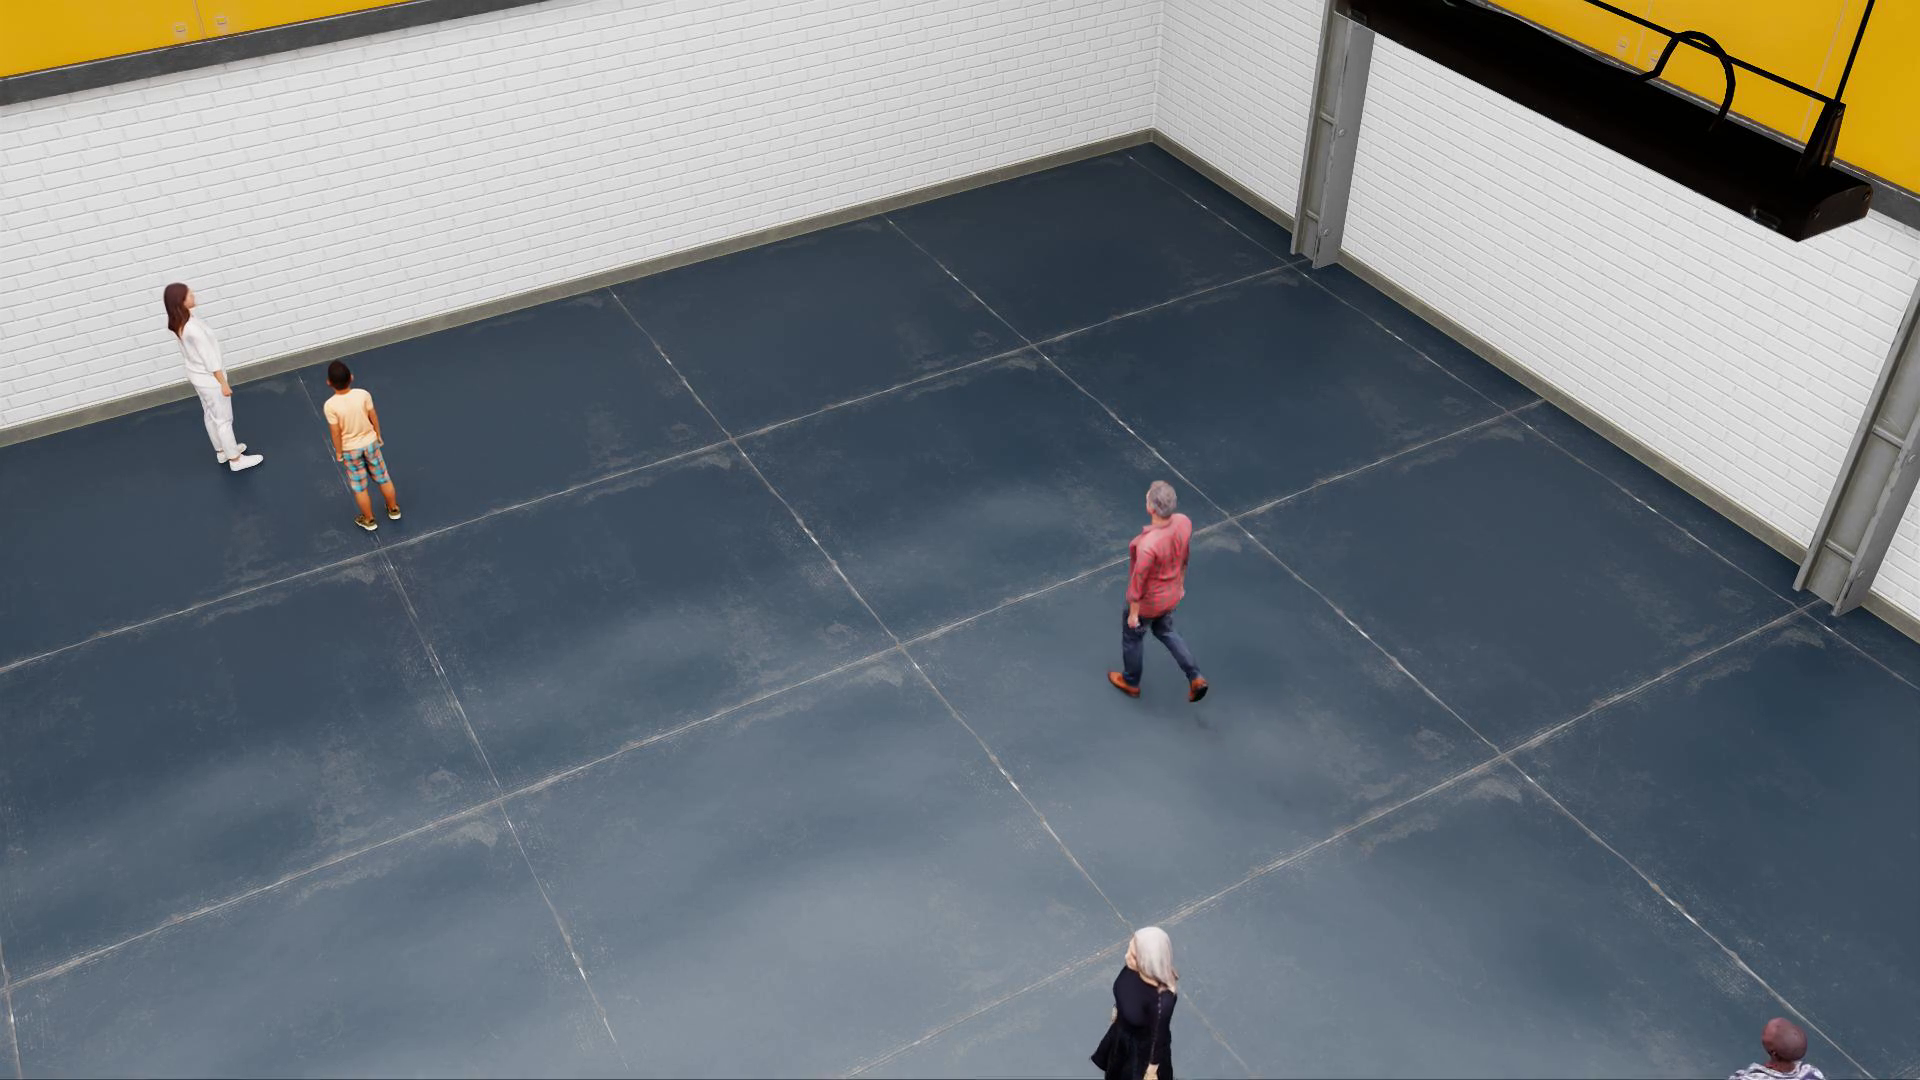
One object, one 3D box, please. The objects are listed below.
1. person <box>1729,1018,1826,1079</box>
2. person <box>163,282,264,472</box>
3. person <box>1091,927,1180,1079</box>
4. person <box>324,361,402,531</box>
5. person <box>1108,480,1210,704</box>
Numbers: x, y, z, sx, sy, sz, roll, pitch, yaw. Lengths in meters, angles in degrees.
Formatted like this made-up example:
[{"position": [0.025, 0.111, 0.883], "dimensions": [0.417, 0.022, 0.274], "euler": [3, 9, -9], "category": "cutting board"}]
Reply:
[{"position": [3.783, 2.988, 7.907], "dimensions": [1.070, 1.733, 1.289], "euler": [2, 39, 2], "category": "person"}, {"position": [-6.037, -1.313, 13.328], "dimensions": [0.580, 1.689, 0.722], "euler": [29, 47, 31], "category": "person"}, {"position": [0.938, 2.554, 8.440], "dimensions": [0.747, 1.747, 0.645], "euler": [-12, 40, -15], "category": "person"}, {"position": [-4.618, -0.730, 12.780], "dimensions": [0.553, 1.461, 0.528], "euler": [-26, 46, -29], "category": "person"}, {"position": [1.357, 0.416, 11.065], "dimensions": [0.839, 1.811, 1.068], "euler": [-31, 48, -33], "category": "person"}]
